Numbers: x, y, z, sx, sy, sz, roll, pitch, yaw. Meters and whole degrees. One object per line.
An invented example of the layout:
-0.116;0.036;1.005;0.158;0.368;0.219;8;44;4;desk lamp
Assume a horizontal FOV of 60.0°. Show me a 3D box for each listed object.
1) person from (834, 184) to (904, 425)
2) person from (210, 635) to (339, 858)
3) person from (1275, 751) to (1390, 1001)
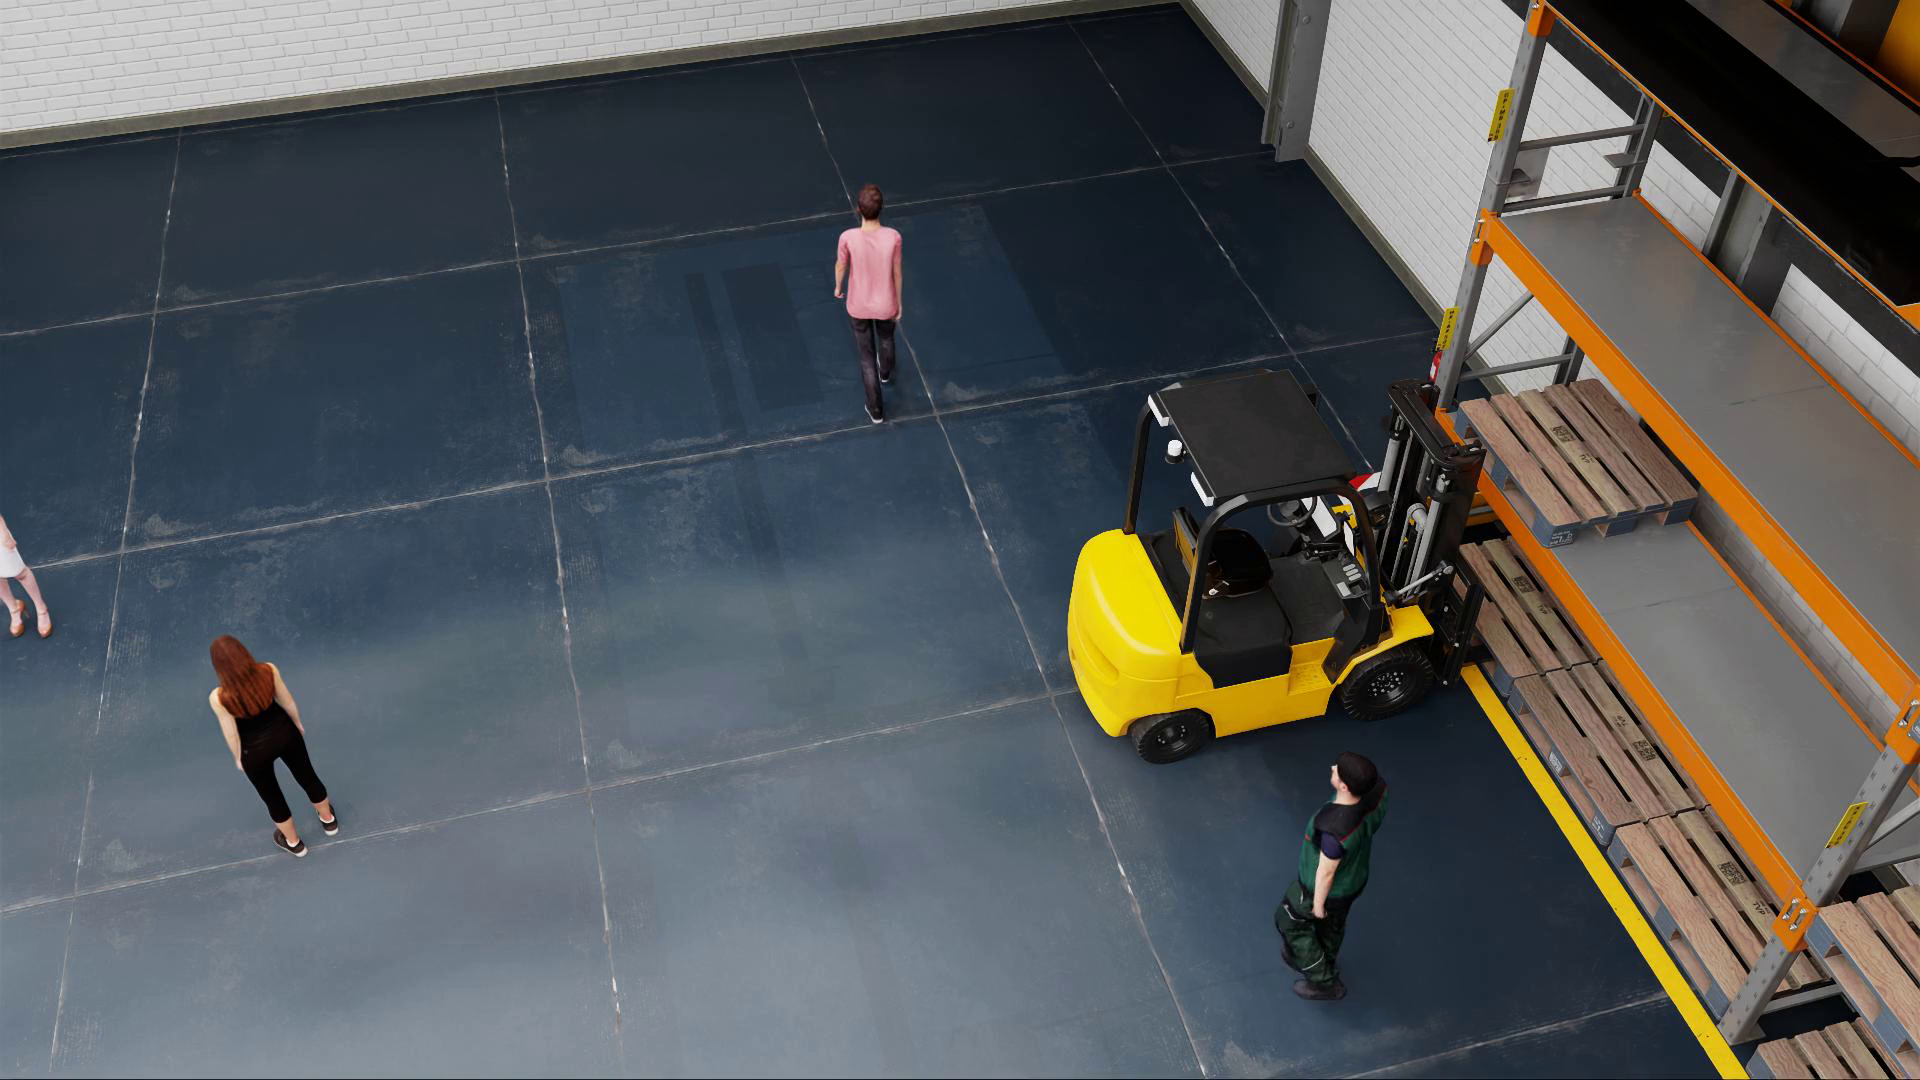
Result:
-0.650;-1.688;12.311;0.653;1.935;0.981;-9;44;-9;person
-3.935;1.162;9.471;0.640;1.726;0.653;-34;53;-31;person
2.016;1.802;8.680;0.884;1.890;0.834;34;53;30;person
